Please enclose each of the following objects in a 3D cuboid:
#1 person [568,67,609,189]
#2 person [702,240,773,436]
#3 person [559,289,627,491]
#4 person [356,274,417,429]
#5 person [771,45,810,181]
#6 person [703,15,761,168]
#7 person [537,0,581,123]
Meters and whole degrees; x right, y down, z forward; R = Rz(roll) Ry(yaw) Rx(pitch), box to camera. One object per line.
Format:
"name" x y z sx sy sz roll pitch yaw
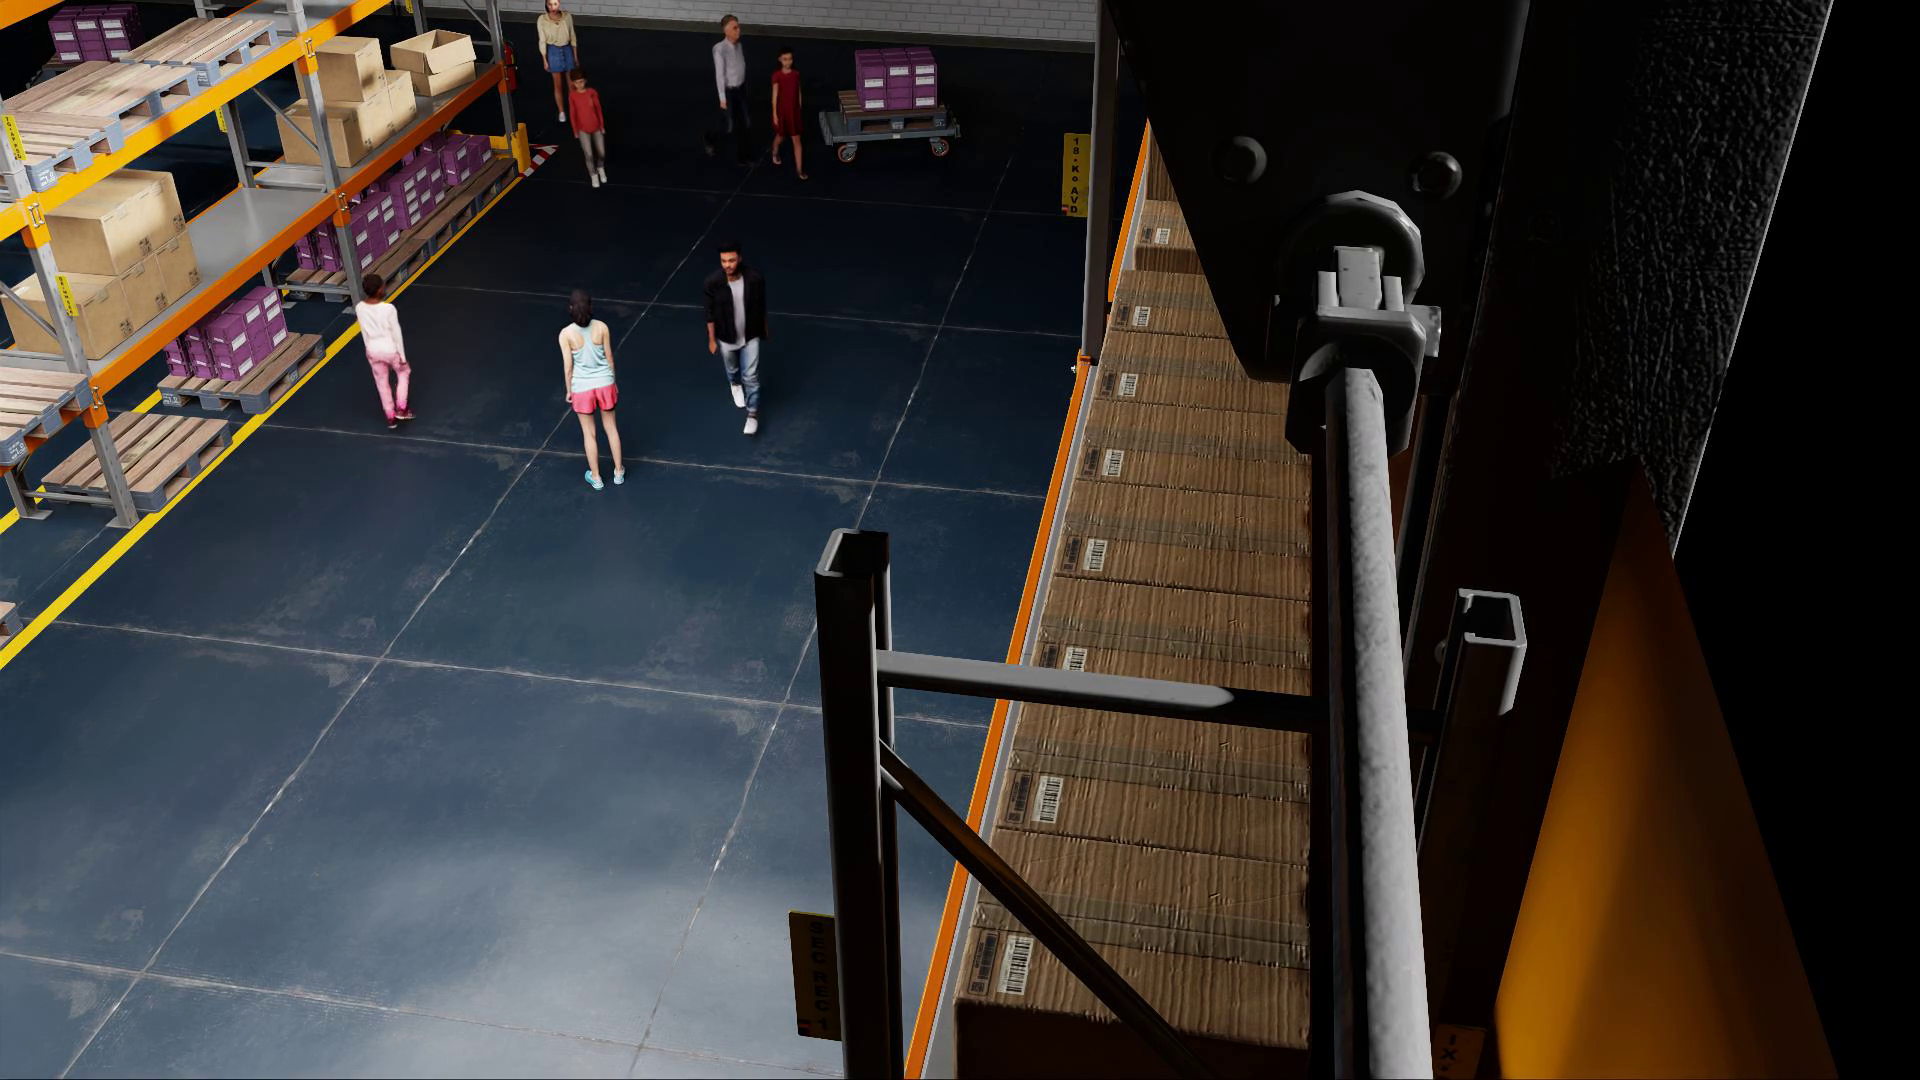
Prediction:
"person" -4.304 -4.798 19.257 0.625 1.404 0.657 -10 35 -14
"person" -1.935 -1.866 14.520 0.941 1.765 1.266 -6 34 -9
"person" -2.995 -1.235 13.571 0.703 1.765 0.743 -13 36 -19
"person" -5.022 -1.621 14.445 0.590 1.439 0.573 0 34 -1
"person" -2.050 -5.048 19.521 0.934 1.528 1.074 -16 37 -22
"person" -2.758 -5.291 19.639 0.962 1.803 1.033 20 39 27
"person" -5.052 -6.113 21.032 0.738 1.629 0.759 -14 36 -20
